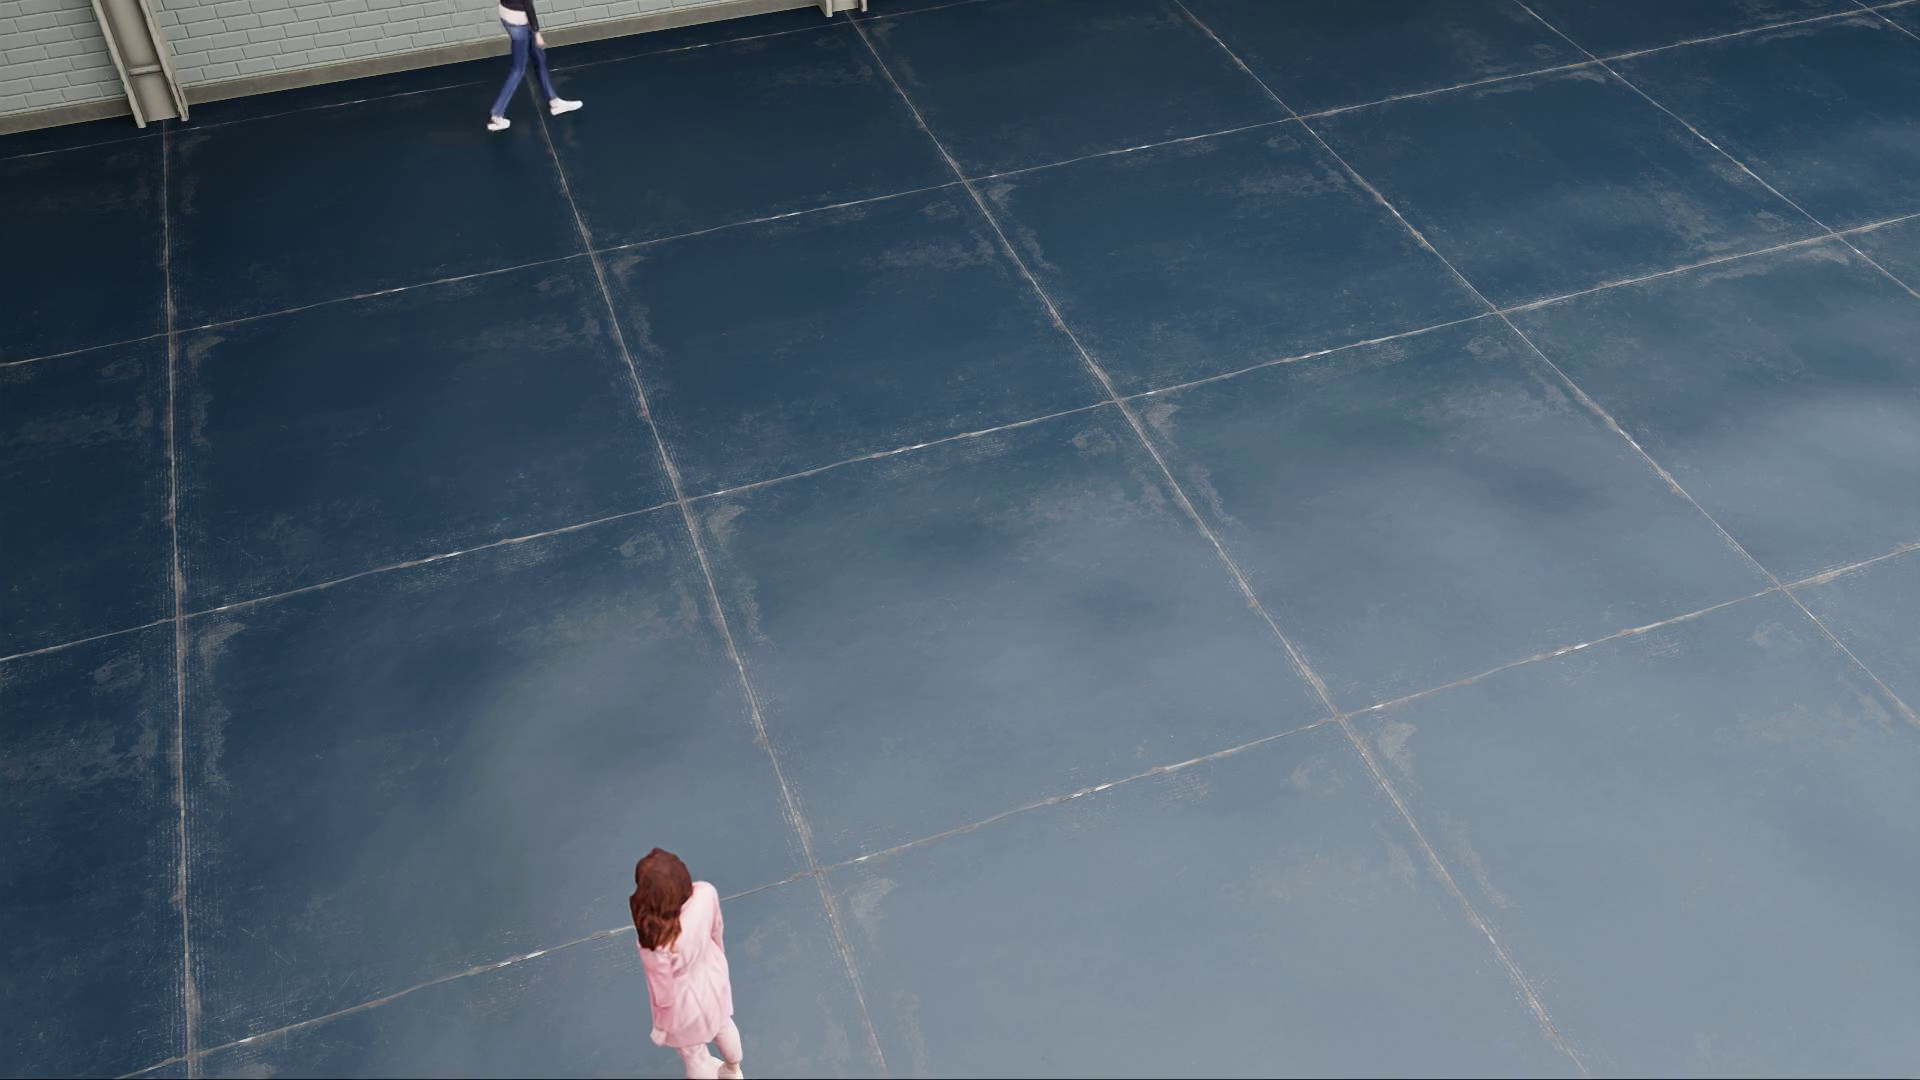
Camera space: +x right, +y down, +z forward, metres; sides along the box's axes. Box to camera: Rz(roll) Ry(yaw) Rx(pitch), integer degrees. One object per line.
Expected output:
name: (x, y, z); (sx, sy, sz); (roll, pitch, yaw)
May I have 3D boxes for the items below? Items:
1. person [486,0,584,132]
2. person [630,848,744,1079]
person: (-3.583, -4.043, 13.258); (1.164, 1.755, 0.841); (-30, 51, -28)
person: (-1.104, 1.875, 6.886); (0.751, 1.802, 0.666); (23, 48, 23)
